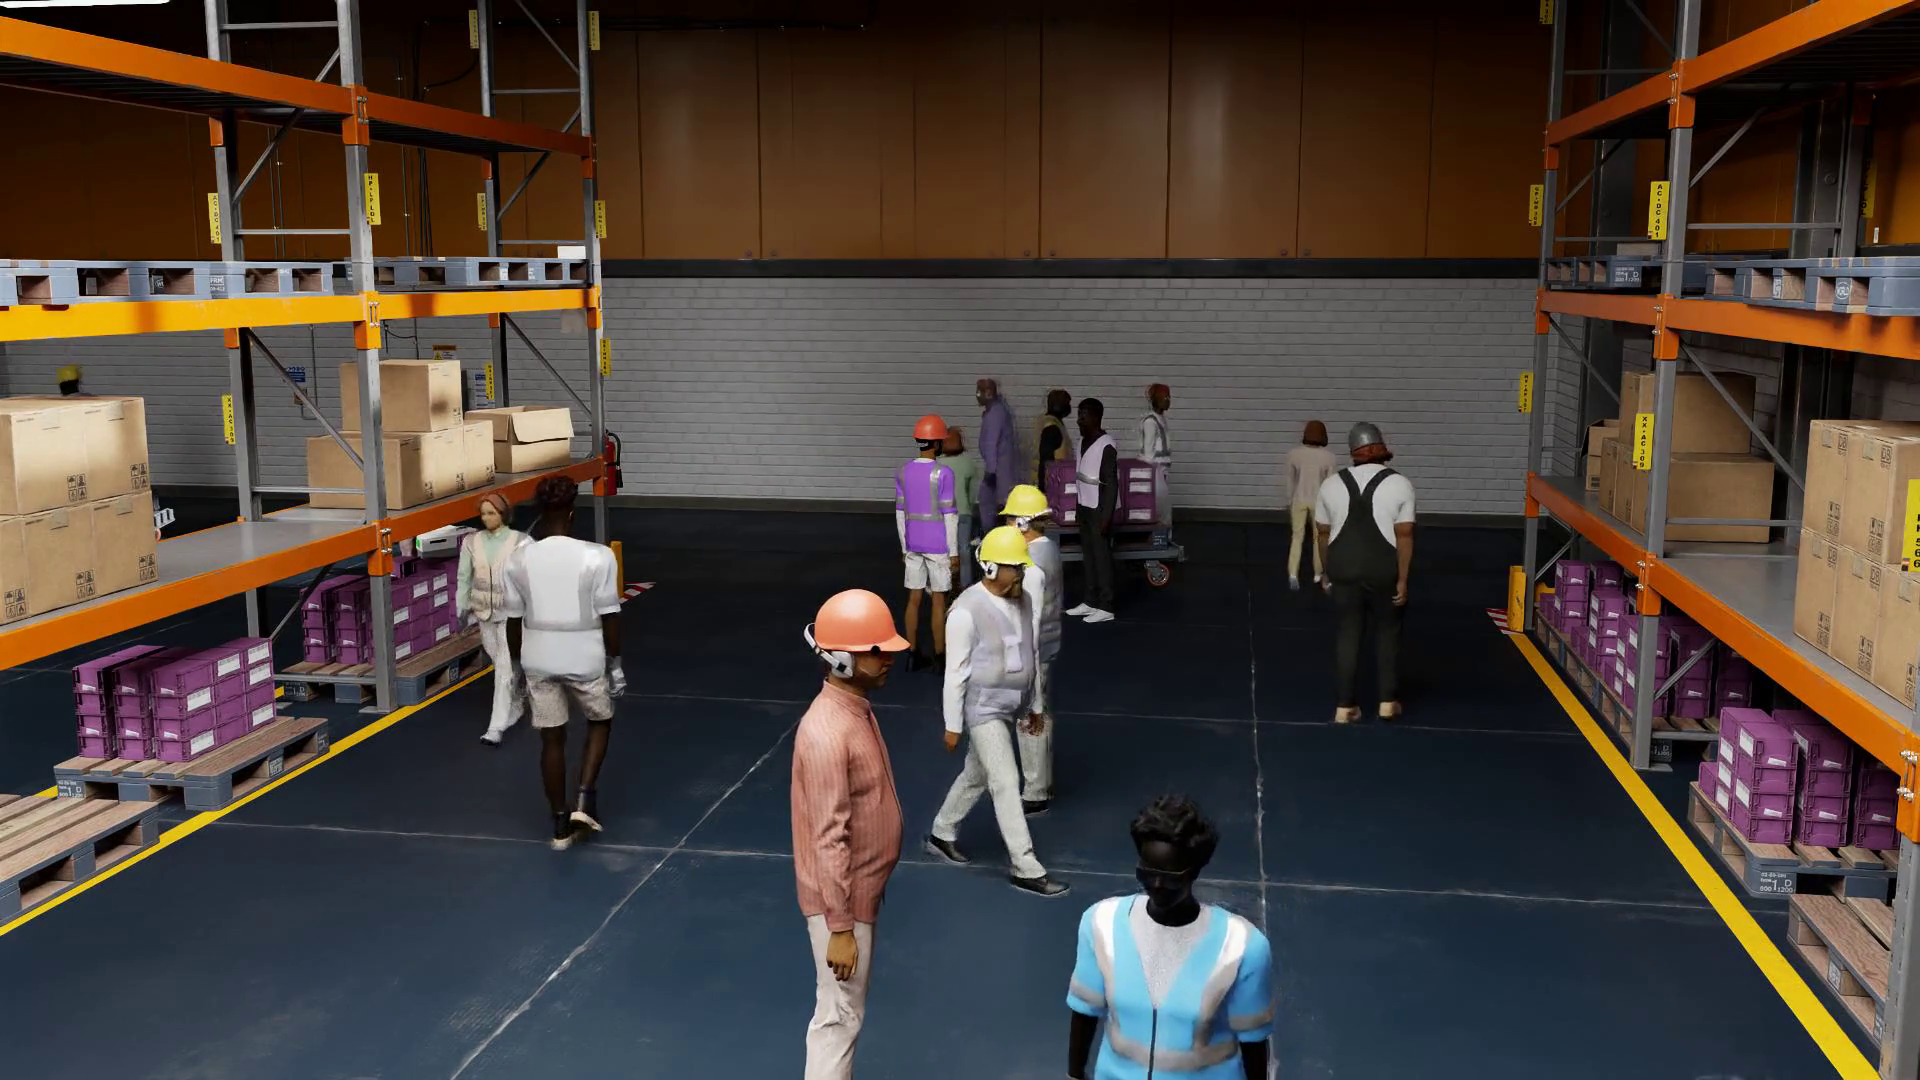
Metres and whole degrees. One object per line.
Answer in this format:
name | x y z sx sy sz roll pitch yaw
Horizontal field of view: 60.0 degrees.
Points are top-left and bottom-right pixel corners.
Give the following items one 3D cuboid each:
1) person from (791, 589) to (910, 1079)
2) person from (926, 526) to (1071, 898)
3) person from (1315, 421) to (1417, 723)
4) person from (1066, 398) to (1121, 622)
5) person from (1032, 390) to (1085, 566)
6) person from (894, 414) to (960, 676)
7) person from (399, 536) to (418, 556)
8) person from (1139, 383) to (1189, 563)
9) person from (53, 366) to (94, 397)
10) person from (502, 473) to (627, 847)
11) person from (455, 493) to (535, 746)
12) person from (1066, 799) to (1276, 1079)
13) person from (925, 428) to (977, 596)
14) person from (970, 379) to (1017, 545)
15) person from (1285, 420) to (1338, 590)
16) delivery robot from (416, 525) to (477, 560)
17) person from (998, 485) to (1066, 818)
person | -0.349 1.137 5.373 0.389 1.992 0.625 0 9 2
person | 0.162 0.804 8.144 0.921 1.785 0.594 6 11 32
person | 2.687 0.191 11.067 0.700 2.000 0.672 5 11 29
person | 1.166 -0.260 14.233 0.370 1.915 0.597 -3 10 -20
person | 0.966 -0.619 16.839 0.944 1.797 0.634 0 9 -2
person | -0.220 0.037 12.330 0.543 1.939 0.361 7 11 36
person | -4.941 -0.336 14.454 0.621 1.996 0.373 -3 10 -16
person | 1.932 -0.689 17.059 0.804 1.864 0.605 2 9 10
person | -10.074 -1.028 19.004 0.390 1.916 0.645 2 9 13
person | -2.041 0.625 8.658 0.643 1.948 0.426 0 9 1
person | -2.967 0.488 10.634 0.523 1.581 0.895 2 9 11
person | 0.567 1.459 4.422 0.545 1.667 0.834 5 10 26
person | -0.099 -0.210 14.910 0.499 1.585 0.847 -3 10 -19
person | 0.541 -0.834 18.012 0.867 1.848 0.631 -1 9 -6
person | 3.300 -0.340 15.709 0.499 1.599 0.835 3 10 20
delivery robot | -5.150 0.010 16.466 0.477 0.478 0.707 8 12 41
person | 0.373 0.616 9.192 0.403 1.825 0.636 2 9 12
